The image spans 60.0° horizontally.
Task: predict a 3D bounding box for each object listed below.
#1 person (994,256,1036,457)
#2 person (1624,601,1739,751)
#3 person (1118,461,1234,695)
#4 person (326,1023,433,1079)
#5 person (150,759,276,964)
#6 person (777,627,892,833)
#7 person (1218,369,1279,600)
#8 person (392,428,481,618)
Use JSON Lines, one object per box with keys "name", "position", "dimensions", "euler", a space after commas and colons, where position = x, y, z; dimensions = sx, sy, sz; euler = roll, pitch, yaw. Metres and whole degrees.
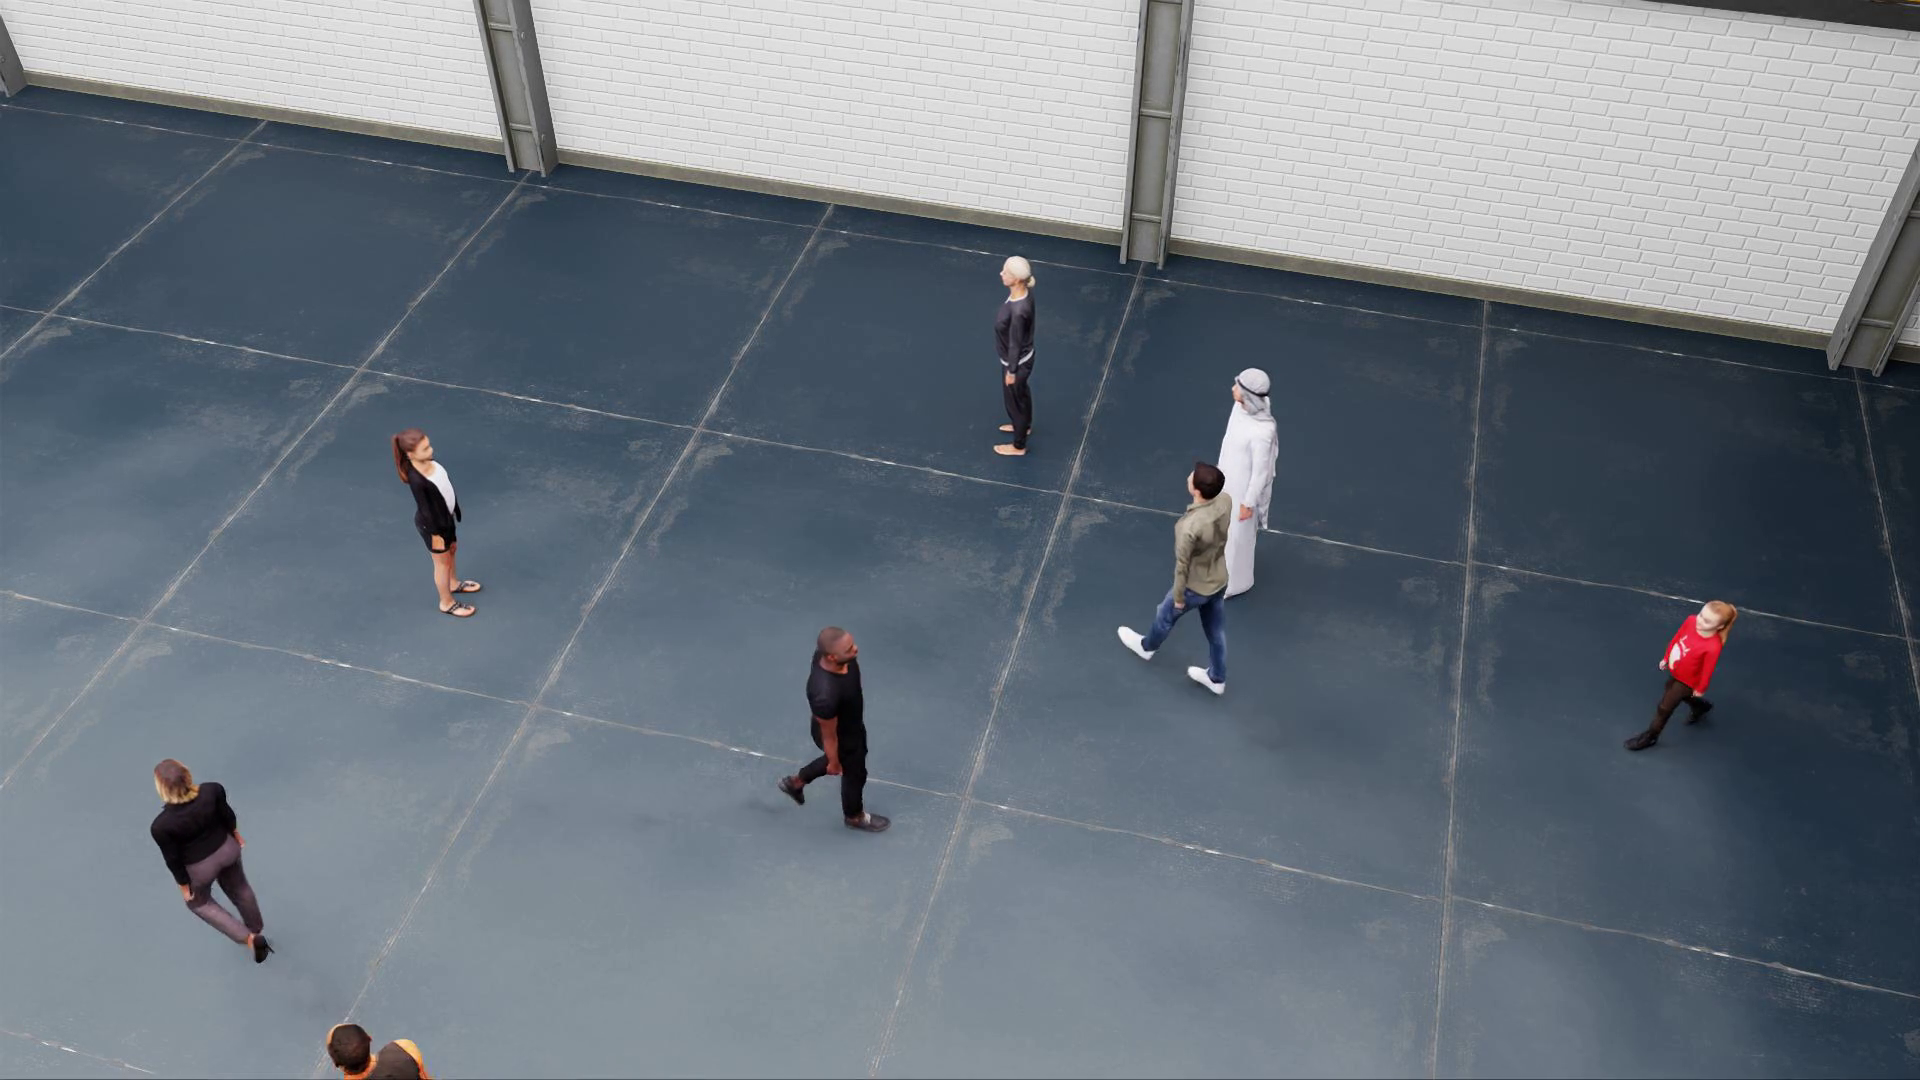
{"name": "person", "position": [0.437, -1.395, 12.538], "dimensions": [0.568, 1.726, 0.630], "euler": [4, 44, 4]}
{"name": "person", "position": [4.644, 0.831, 10.535], "dimensions": [0.909, 1.266, 0.711], "euler": [-8, 44, -8]}
{"name": "person", "position": [1.608, 0.306, 10.678], "dimensions": [1.037, 1.829, 1.185], "euler": [-31, 52, -29]}
{"name": "person", "position": [-2.615, 2.920, 7.896], "dimensions": [1.306, 1.882, 0.994], "euler": [27, 50, 25]}
{"name": "person", "position": [-4.088, 1.836, 9.195], "dimensions": [0.773, 1.659, 0.717], "euler": [25, 49, 24]}
{"name": "person", "position": [-0.790, 1.122, 9.837], "dimensions": [0.976, 1.807, 0.768], "euler": [5, 44, 5]}
{"name": "person", "position": [1.913, -0.387, 11.335], "dimensions": [0.777, 1.925, 0.791], "euler": [-7, 44, -7]}
{"name": "person", "position": [-3.582, -0.149, 11.354], "dimensions": [0.616, 1.555, 0.604], "euler": [-1, 44, -1]}
